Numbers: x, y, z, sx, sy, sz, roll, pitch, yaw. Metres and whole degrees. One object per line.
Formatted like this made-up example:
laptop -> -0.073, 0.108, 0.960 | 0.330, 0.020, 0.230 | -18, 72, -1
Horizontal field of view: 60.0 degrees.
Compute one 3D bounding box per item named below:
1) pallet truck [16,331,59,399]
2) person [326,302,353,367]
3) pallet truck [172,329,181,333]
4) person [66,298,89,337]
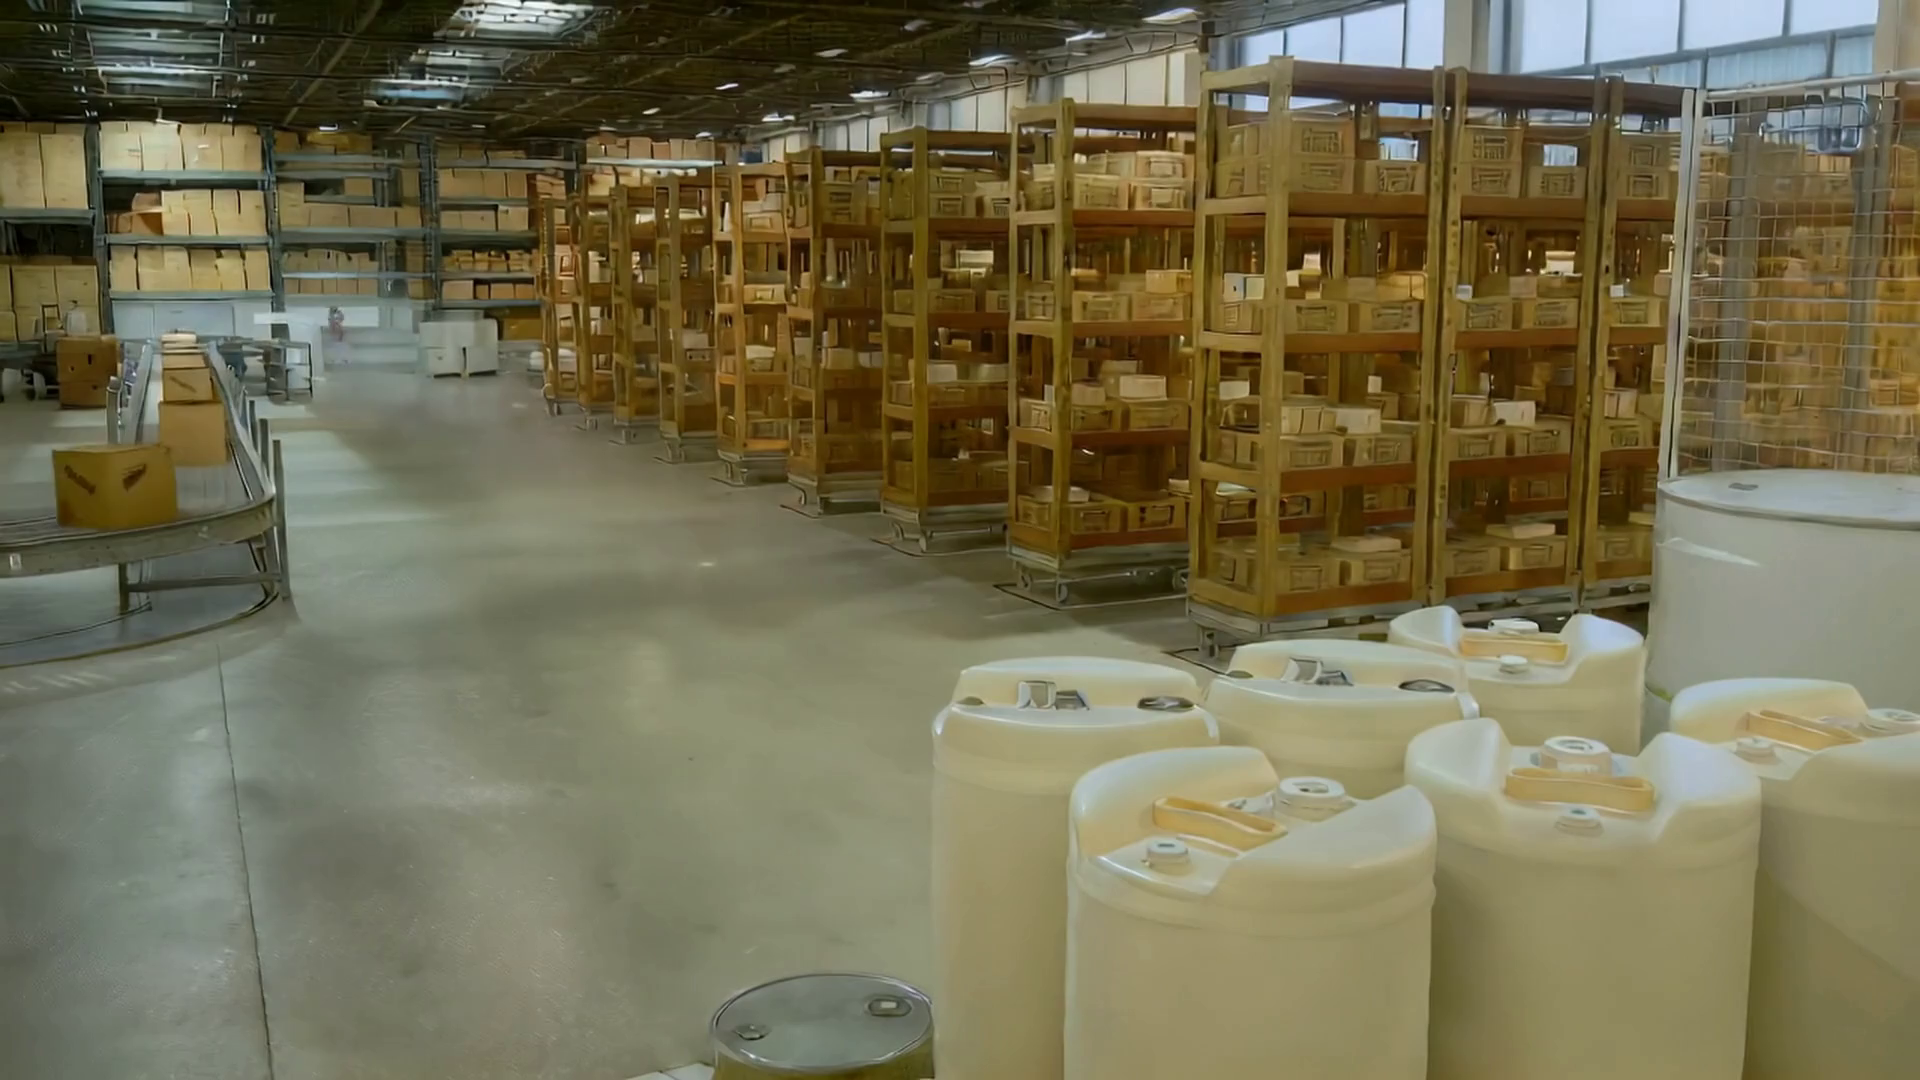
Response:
pallet truck -> -17.082, -3.353, 31.781 | 1.630, 1.274, 0.653 | -4, 10, -25
person -> -15.904, -5.269, 42.566 | 0.540, 1.664, 0.837 | 6, 11, 34
pallet truck -> -17.275, -3.851, 35.096 | 1.601, 1.201, 0.680 | 0, 9, 1
person -> -20.238, -4.638, 38.152 | 0.403, 1.825, 0.591 | 3, 10, 18
